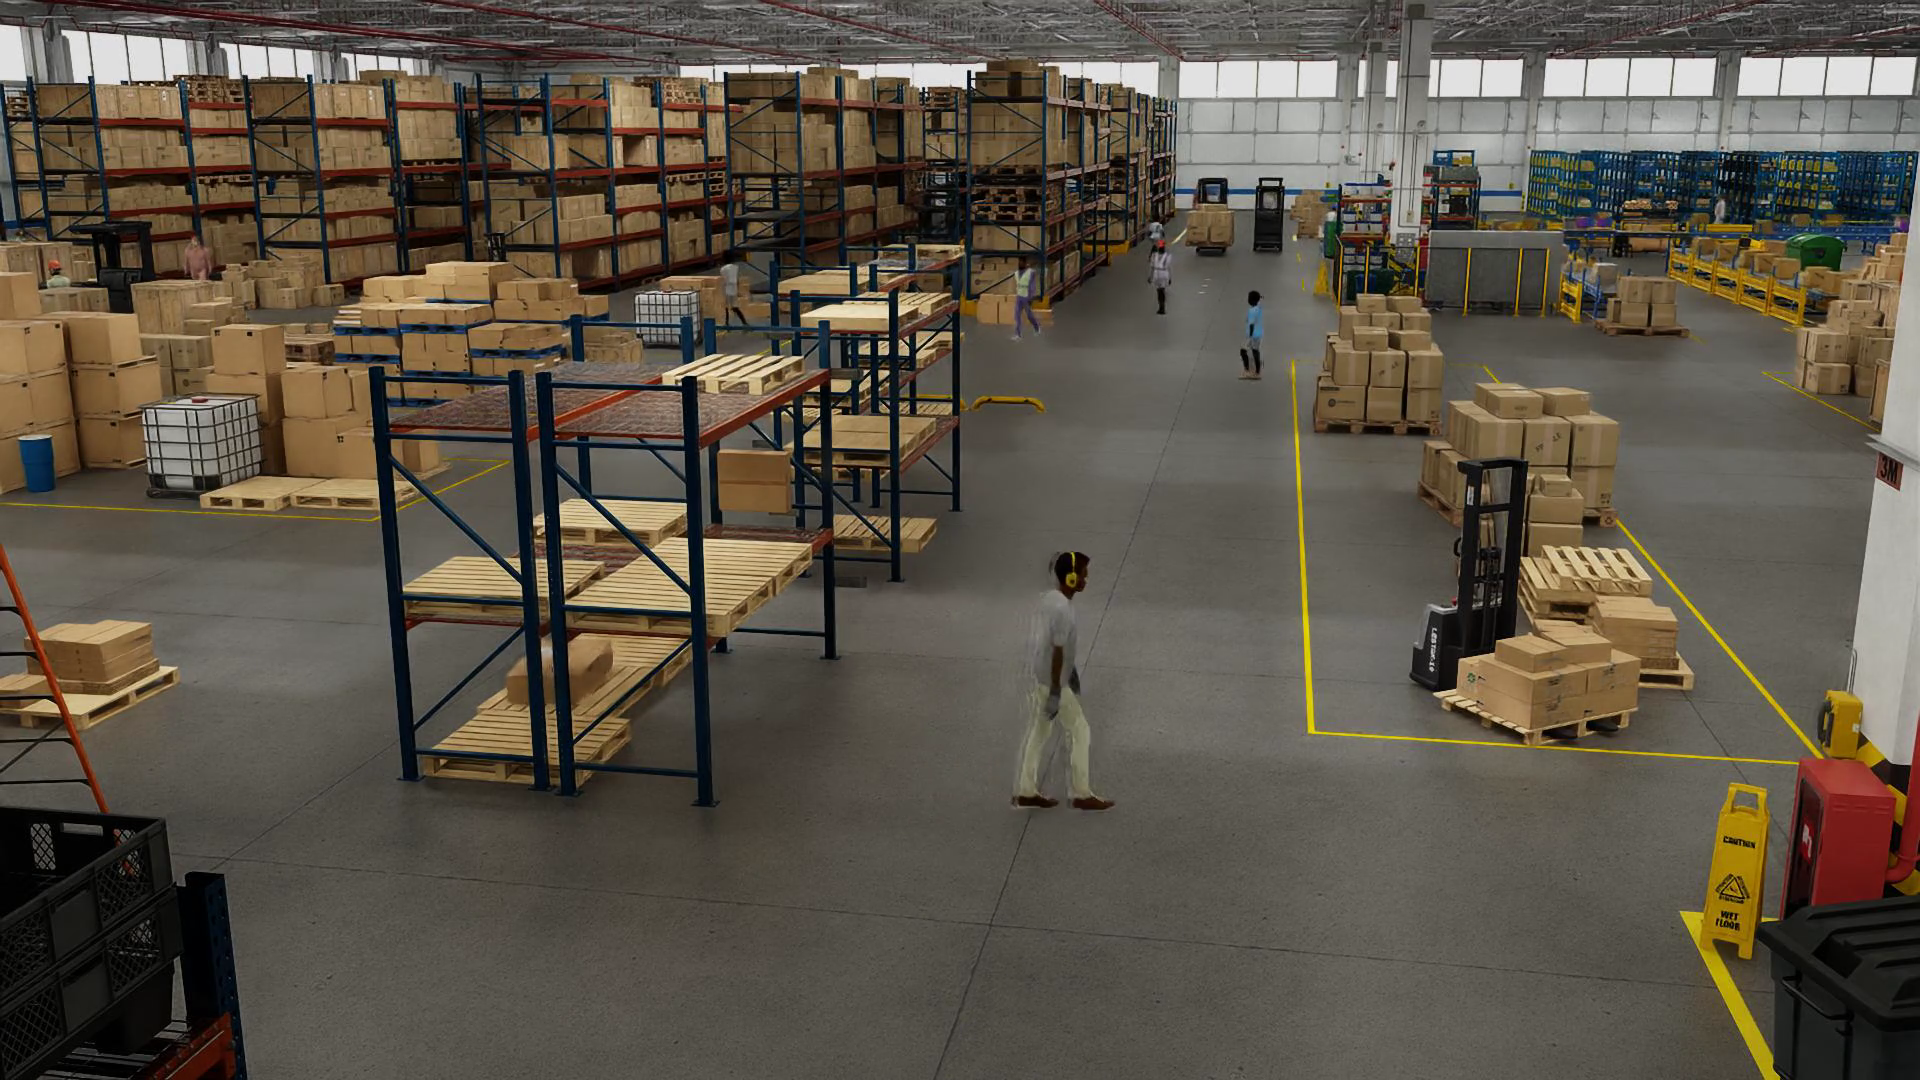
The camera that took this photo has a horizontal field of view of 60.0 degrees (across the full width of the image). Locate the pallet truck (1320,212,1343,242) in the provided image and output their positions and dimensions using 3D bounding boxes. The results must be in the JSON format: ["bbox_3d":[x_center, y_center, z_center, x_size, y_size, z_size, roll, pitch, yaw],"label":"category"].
[{"bbox_3d":[15.874,-13.227,70.310,0.680,1.201,1.601,10,17,35],"label":"pallet truck"}]

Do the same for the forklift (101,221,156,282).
[{"bbox_3d":[-16.772,-5.071,33.793,1.129,2.768,1.873,3,14,10],"label":"forklift"}]

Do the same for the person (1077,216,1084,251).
[{"bbox_3d":[4.169,-10.536,58.422,0.494,1.683,0.547,3,14,13],"label":"person"}]

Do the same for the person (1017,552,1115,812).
[{"bbox_3d":[0.749,0.974,11.397,0.785,1.835,0.530,-3,14,-14],"label":"person"}]

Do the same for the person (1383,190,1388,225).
[{"bbox_3d":[20.898,-16.287,81.651,0.341,1.748,0.573,7,16,27],"label":"person"}]

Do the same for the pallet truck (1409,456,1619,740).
[{"bbox_3d":[4.504,0.400,13.395,0.823,1.965,1.885,-6,15,-23],"label":"pallet truck"}]

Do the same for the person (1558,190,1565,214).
[{"bbox_3d":[29.041,-15.970,80.207,0.666,1.827,0.575,-2,14,-7],"label":"person"}]

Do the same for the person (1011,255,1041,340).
[{"bbox_3d":[1.487,-5.468,37.426,0.593,1.898,0.779,13,19,42],"label":"person"}]

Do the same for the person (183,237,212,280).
[{"bbox_3d":[-20.271,-7.124,44.249,0.648,1.859,1.006,-2,14,-9],"label":"person"}]

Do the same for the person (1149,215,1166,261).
[{"bbox_3d":[7.087,-10.857,59.809,0.913,1.641,0.543,-10,17,-36],"label":"person"}]

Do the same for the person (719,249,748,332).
[{"bbox_3d":[-5.268,-5.713,38.312,0.779,1.946,0.620,11,18,39],"label":"person"}]

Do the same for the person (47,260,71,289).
[{"bbox_3d":[-18.648,-4.790,34.471,0.381,1.994,0.622,2,14,10],"label":"person"}]

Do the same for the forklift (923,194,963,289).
[{"bbox_3d":[-0.576,-8.579,48.035,1.129,2.768,1.873,3,14,10],"label":"forklift"}]

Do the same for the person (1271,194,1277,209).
[{"bbox_3d":[14.211,-14.694,75.059,0.457,1.819,0.607,3,14,12],"label":"person"}]

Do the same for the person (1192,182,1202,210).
[{"bbox_3d":[12.861,-18.453,90.167,0.675,1.889,0.454,-10,17,-36],"label":"person"}]

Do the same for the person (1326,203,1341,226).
[{"bbox_3d":[14.166,-11.795,63.089,0.676,1.907,0.613,-12,18,-41],"label":"person"}]

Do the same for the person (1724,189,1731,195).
[{"bbox_3d":[40.695,-18.008,88.525,0.805,1.801,0.627,0,14,-1],"label":"person"}]

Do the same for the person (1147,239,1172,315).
[{"bbox_3d":[5.076,-6.701,42.418,0.572,1.908,0.771,11,17,37],"label":"person"}]

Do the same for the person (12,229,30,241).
[{"bbox_3d":[-29.259,-8.901,51.918,0.447,1.626,0.537,13,19,42],"label":"person"}]

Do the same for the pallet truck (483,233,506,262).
[{"bbox_3d":[-11.832,-7.026,43.548,1.885,1.965,0.823,8,16,28],"label":"pallet truck"}]

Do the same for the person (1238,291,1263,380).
[{"bbox_3d":[5.452,-3.842,31.266,0.553,1.672,0.546,7,16,27],"label":"person"}]

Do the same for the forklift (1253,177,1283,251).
[{"bbox_3d":[12.083,-12.747,64.956,1.129,2.768,1.873,3,14,10],"label":"forklift"}]

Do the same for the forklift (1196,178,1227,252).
[{"bbox_3d":[9.807,-12.642,64.529,1.129,2.768,1.873,3,14,10],"label":"forklift"}]

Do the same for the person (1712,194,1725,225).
[{"bbox_3d":[33.185,-14.185,72.836,0.627,1.890,0.648,3,14,11],"label":"person"}]
